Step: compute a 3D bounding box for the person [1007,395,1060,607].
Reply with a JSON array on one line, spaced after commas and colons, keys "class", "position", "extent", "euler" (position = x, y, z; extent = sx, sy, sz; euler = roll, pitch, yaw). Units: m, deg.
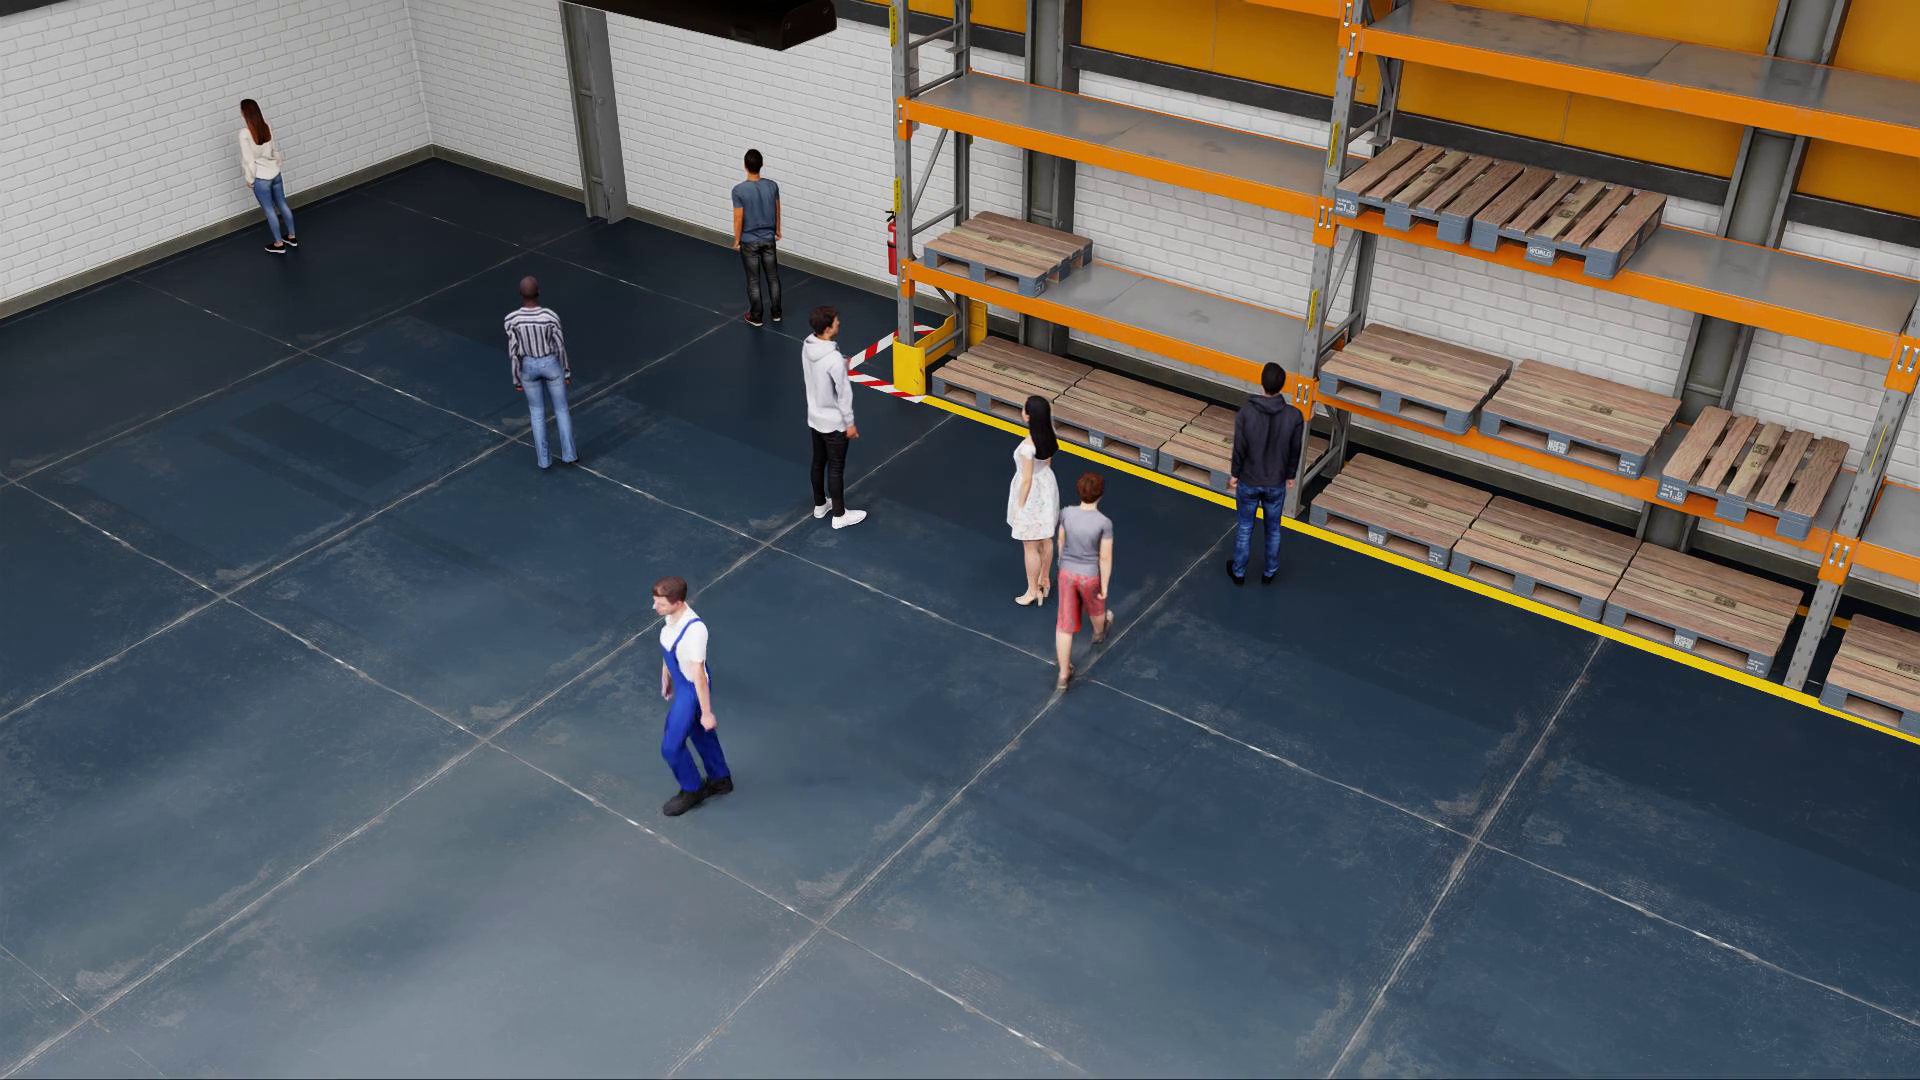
[{"class": "person", "position": [0.556, -0.291, 12.485], "extent": [0.630, 1.774, 0.647], "euler": [19, 38, 26]}]

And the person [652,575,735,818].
[{"class": "person", "position": [-1.619, 0.949, 10.570], "extent": [0.894, 1.828, 0.835], "euler": [-14, 36, -21]}]

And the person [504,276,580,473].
[{"class": "person", "position": [-3.550, -1.400, 14.135], "extent": [0.710, 1.794, 0.764], "euler": [-6, 34, -10]}]

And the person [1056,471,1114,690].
[{"class": "person", "position": [0.822, 0.315, 11.725], "extent": [1.105, 1.607, 0.856], "euler": [12, 35, 17]}]

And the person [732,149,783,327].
[{"class": "person", "position": [-2.002, -3.006, 16.538], "extent": [0.729, 1.810, 0.707], "euler": [-16, 37, -23]}]

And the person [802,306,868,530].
[{"class": "person", "position": [-1.067, -0.999, 13.410], "extent": [0.790, 1.930, 0.613], "euler": [-27, 42, -34]}]

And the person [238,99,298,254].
[{"class": "person", "position": [-7.556, -3.967, 18.090], "extent": [0.595, 1.692, 0.659], "euler": [15, 36, 21]}]

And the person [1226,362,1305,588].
[{"class": "person", "position": [2.304, -0.475, 12.654], "extent": [0.720, 1.895, 0.821], "euler": [0, 34, 0]}]
